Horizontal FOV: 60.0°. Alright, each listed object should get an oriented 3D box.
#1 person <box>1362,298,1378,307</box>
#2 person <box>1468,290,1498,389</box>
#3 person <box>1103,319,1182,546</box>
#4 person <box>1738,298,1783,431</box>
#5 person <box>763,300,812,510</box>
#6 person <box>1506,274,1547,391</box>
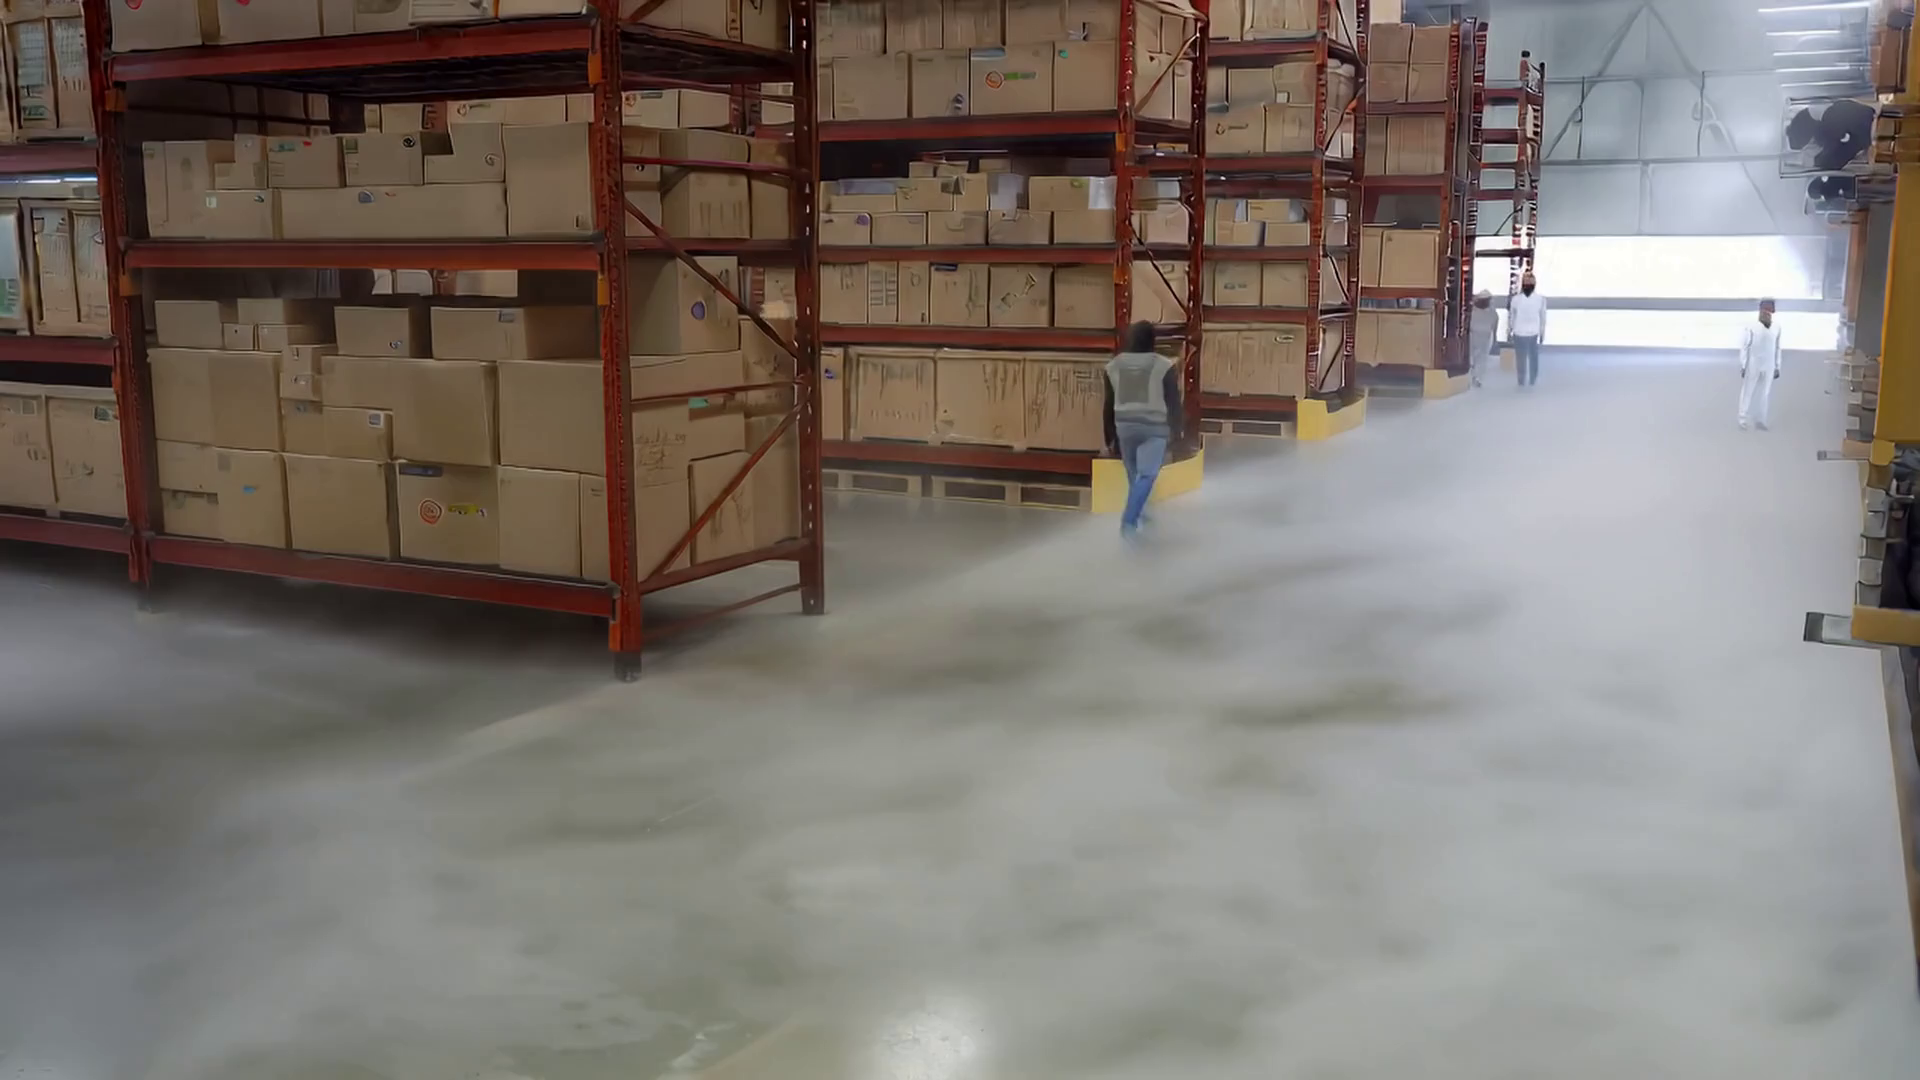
[{"bbox_3d":[7.953,-4.103,32.150,0.992,1.791,0.593,3,10,17],"label":"person"},{"bbox_3d":[8.953,-3.435,28.537,0.498,1.694,0.897,2,10,12],"label":"person"},{"bbox_3d":[1.453,-0.870,13.405,0.626,1.814,0.911,6,11,31],"label":"person"},{"bbox_3d":[10.499,-2.294,21.794,0.563,1.748,0.340,-1,10,-5],"label":"person"},{"bbox_3d":[-1.693,-1.158,14.728,0.723,1.923,0.555,2,10,14],"label":"person"},{"bbox_3d":[9.533,-3.479,28.028,0.625,1.970,0.623,5,11,27],"label":"person"}]
